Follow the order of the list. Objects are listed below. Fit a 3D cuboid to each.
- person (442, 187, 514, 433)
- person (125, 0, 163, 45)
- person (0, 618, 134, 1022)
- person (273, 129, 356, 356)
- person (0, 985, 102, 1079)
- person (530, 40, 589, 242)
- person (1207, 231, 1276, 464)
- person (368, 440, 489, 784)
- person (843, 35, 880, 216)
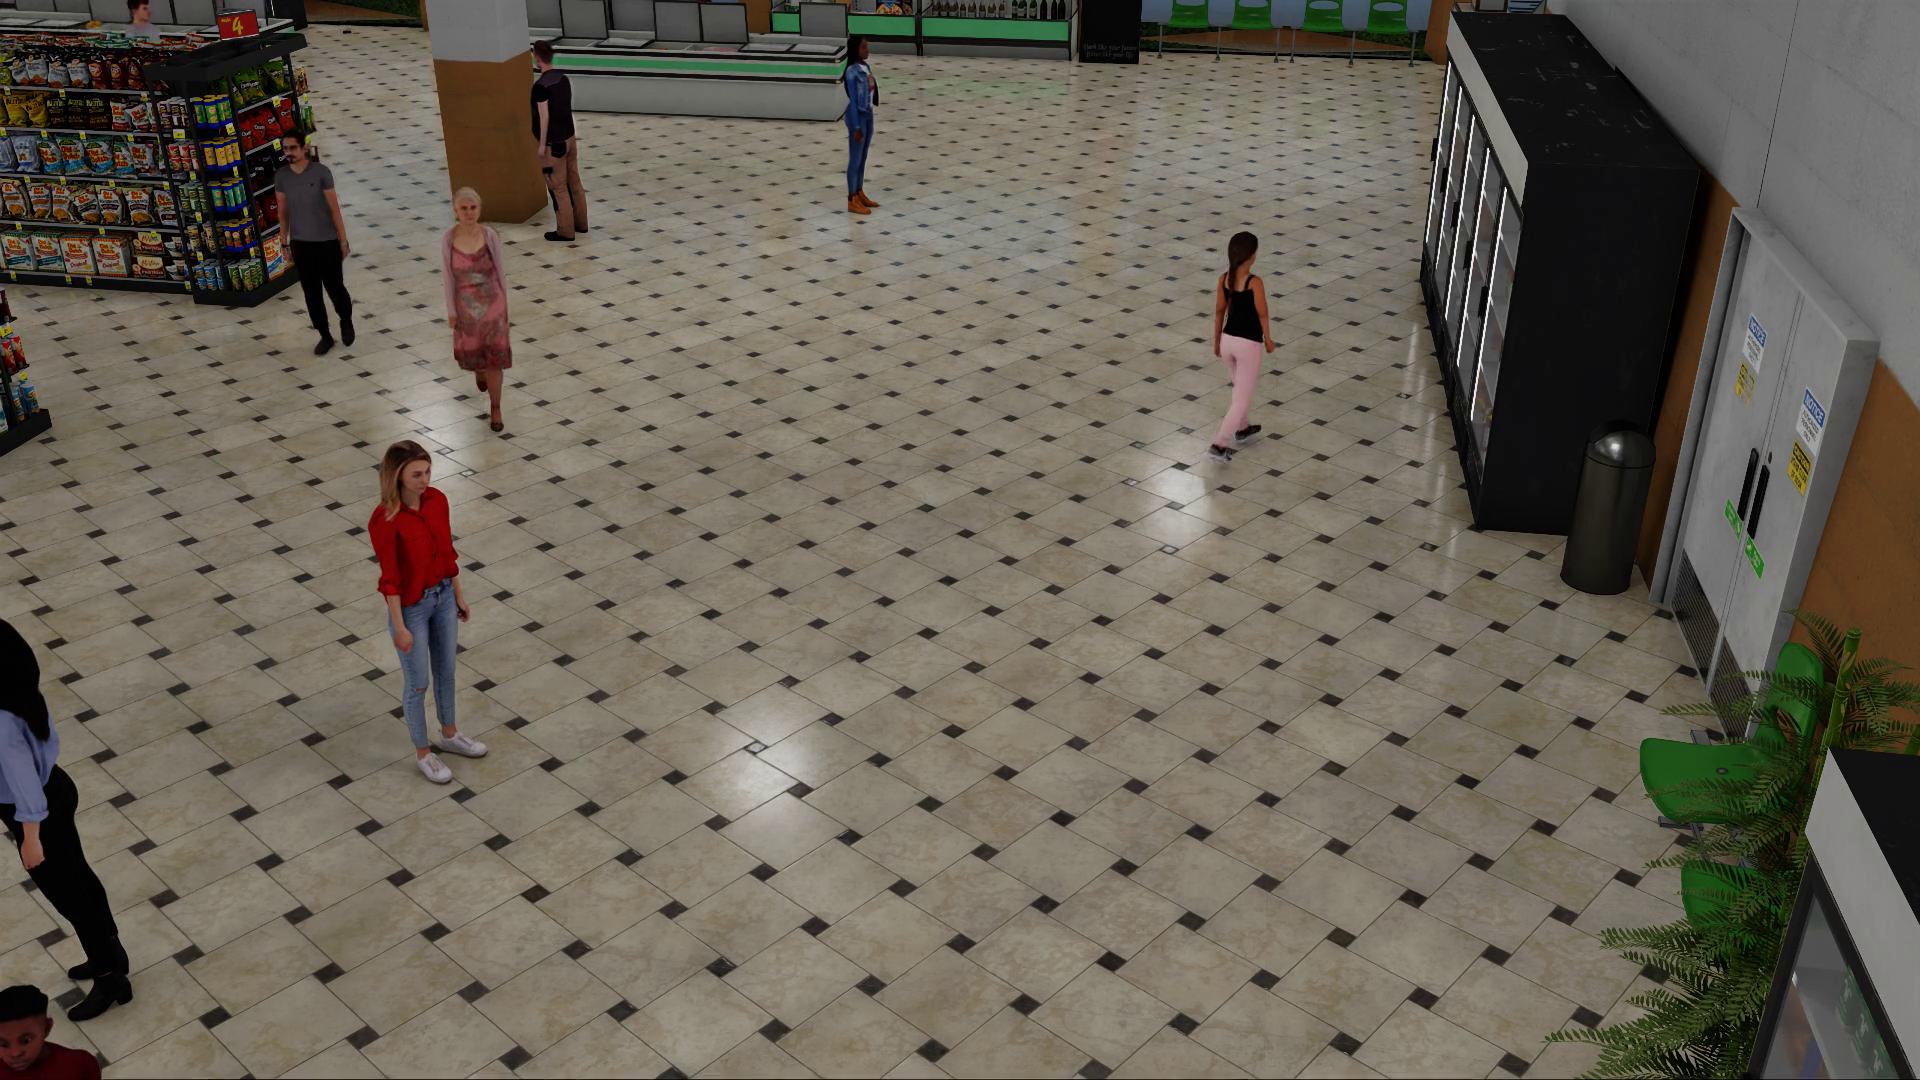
[{"bbox_3d":[-3.381,-1.632,11.610,0.999,1.668,0.902,-8,28,-15],"label":"person"},{"bbox_3d":[-8.727,-4.862,17.832,1.165,1.803,0.709,7,28,13],"label":"person"},{"bbox_3d":[-3.447,1.045,6.256,0.740,1.738,0.733,-11,29,-21],"label":"person"},{"bbox_3d":[-4.977,-2.330,12.906,0.668,1.742,0.775,-1,27,-3],"label":"person"},{"bbox_3d":[-2.788,1.879,5.145,0.519,1.255,0.627,-5,27,-10],"label":"person"},{"bbox_3d":[-3.775,-3.747,15.591,0.618,1.840,0.705,8,28,15],"label":"person"},{"bbox_3d":[1.840,-1.244,10.989,0.955,1.539,0.970,-23,35,-37],"label":"person"},{"bbox_3d":[-2.496,0.314,7.733,0.616,1.705,0.673,14,30,25],"label":"person"},{"bbox_3d":[-1.003,-4.128,16.484,0.554,1.712,0.626,8,28,16],"label":"person"}]
